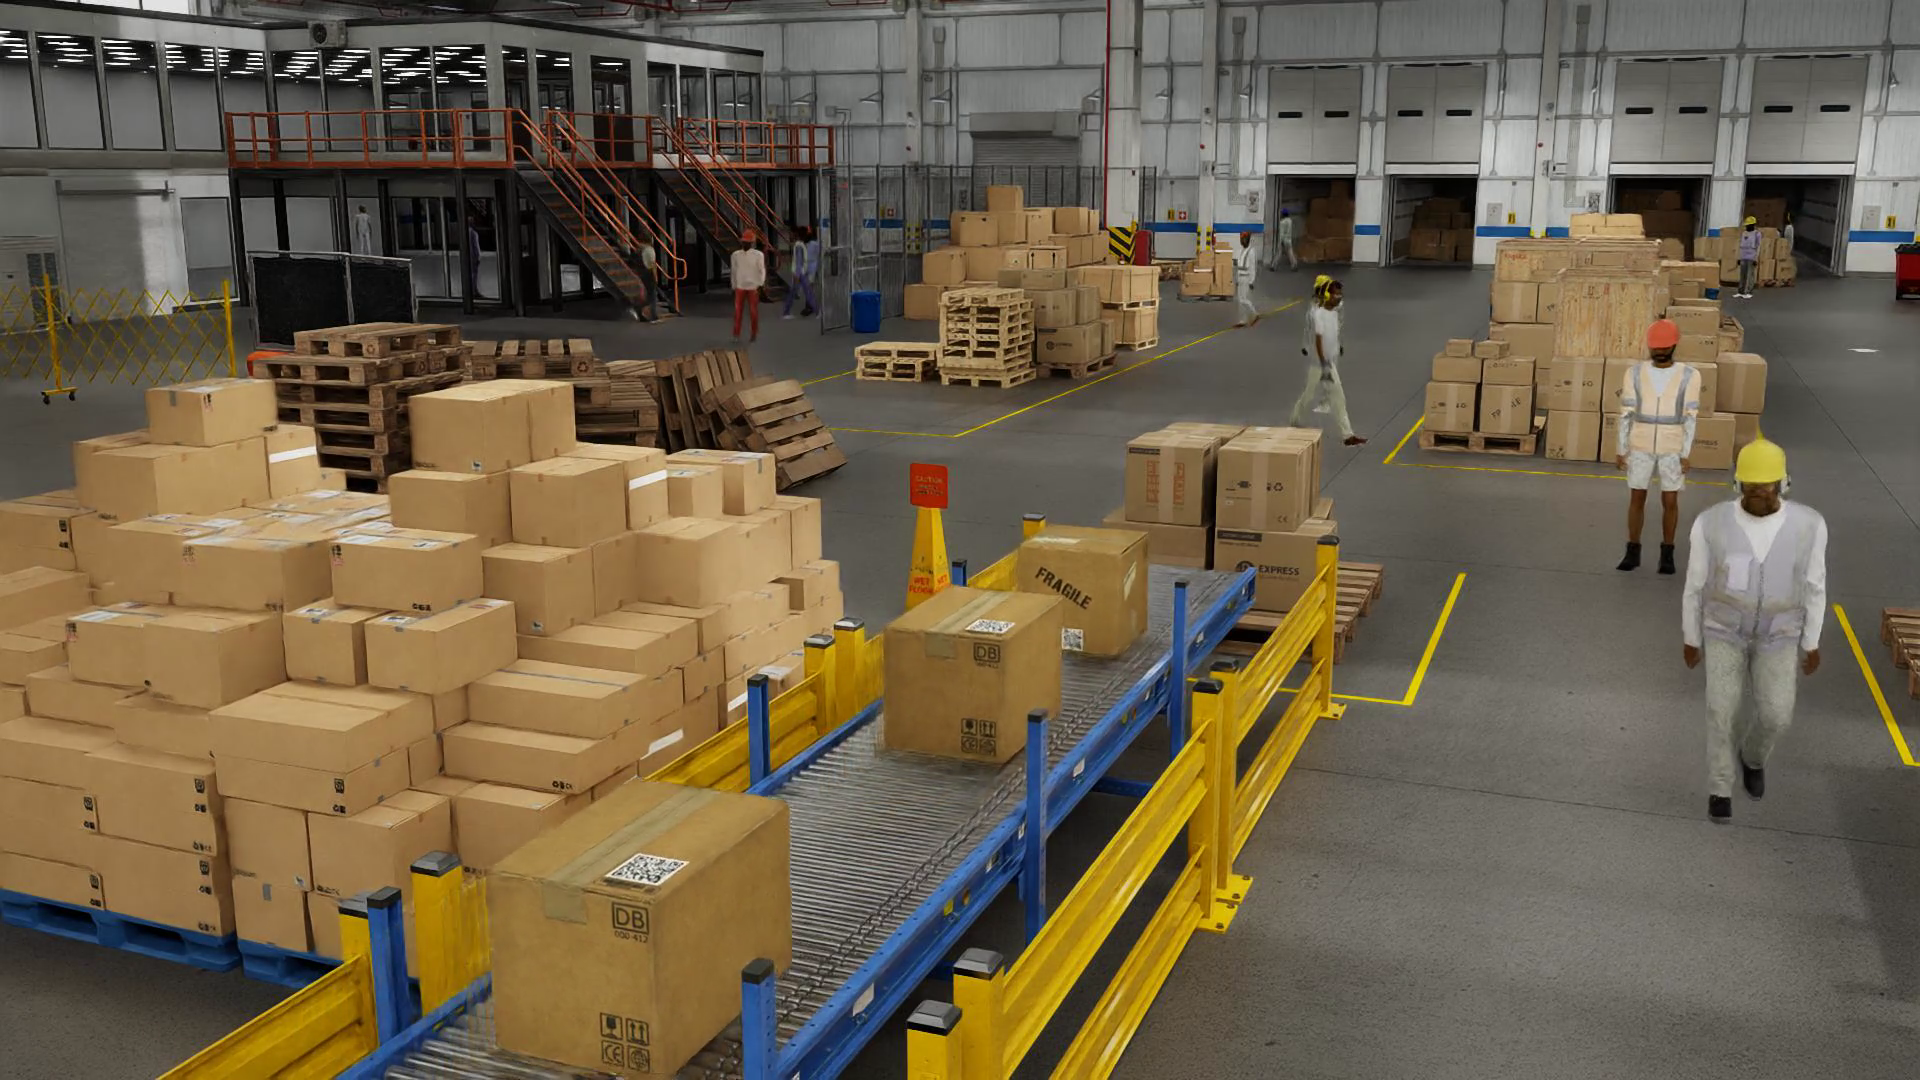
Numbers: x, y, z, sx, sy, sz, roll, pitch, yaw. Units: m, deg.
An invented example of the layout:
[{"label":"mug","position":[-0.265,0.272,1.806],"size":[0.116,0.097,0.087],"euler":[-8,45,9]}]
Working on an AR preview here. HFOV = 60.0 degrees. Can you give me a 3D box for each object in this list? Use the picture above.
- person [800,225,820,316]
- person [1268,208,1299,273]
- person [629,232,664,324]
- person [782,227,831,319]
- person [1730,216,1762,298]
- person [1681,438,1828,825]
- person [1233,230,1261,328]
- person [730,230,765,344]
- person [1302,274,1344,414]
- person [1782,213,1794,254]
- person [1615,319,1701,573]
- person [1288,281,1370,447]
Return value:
[{"label":"person","position":[-3.192,-5.634,34.721],"size":[0.562,1.885,1.020],"euler":[3,13,14]},{"label":"person","position":[9.619,-8.840,49.070],"size":[0.989,1.901,0.631],"euler":[11,17,40]},{"label":"person","position":[-6.155,-5.099,32.483],"size":[0.678,1.813,0.580],"euler":[-9,15,-34]},{"label":"person","position":[-3.152,-5.407,33.743],"size":[1.017,1.858,0.604],"euler":[-2,13,-8]},{"label":"person","position":[18.668,-6.676,39.372],"size":[0.465,1.942,0.673],"euler":[-5,13,-20]},{"label":"person","position":[3.657,0.422,7.702],"size":[0.610,1.810,0.438],"euler":[4,13,19]},{"label":"person","position":[5.444,-4.960,31.735],"size":[0.431,1.872,0.576],"euler":[-3,13,-14]},{"label":"person","position":[-3.718,-4.425,29.111],"size":[0.650,1.961,0.630],"euler":[0,13,2]},{"label":"person","position":[4.483,-2.426,20.661],"size":[0.519,1.724,0.504],"euler":[11,17,41]},{"label":"person","position":[22.158,-7.840,44.683],"size":[0.376,1.851,0.517],"euler":[5,14,22]},{"label":"person","position":[5.210,-0.696,12.479],"size":[0.560,1.922,0.425],"euler":[7,14,29]},{"label":"person","position":[4.012,-1.925,18.235],"size":[0.517,1.817,0.995],"euler":[-12,17,-43]}]
